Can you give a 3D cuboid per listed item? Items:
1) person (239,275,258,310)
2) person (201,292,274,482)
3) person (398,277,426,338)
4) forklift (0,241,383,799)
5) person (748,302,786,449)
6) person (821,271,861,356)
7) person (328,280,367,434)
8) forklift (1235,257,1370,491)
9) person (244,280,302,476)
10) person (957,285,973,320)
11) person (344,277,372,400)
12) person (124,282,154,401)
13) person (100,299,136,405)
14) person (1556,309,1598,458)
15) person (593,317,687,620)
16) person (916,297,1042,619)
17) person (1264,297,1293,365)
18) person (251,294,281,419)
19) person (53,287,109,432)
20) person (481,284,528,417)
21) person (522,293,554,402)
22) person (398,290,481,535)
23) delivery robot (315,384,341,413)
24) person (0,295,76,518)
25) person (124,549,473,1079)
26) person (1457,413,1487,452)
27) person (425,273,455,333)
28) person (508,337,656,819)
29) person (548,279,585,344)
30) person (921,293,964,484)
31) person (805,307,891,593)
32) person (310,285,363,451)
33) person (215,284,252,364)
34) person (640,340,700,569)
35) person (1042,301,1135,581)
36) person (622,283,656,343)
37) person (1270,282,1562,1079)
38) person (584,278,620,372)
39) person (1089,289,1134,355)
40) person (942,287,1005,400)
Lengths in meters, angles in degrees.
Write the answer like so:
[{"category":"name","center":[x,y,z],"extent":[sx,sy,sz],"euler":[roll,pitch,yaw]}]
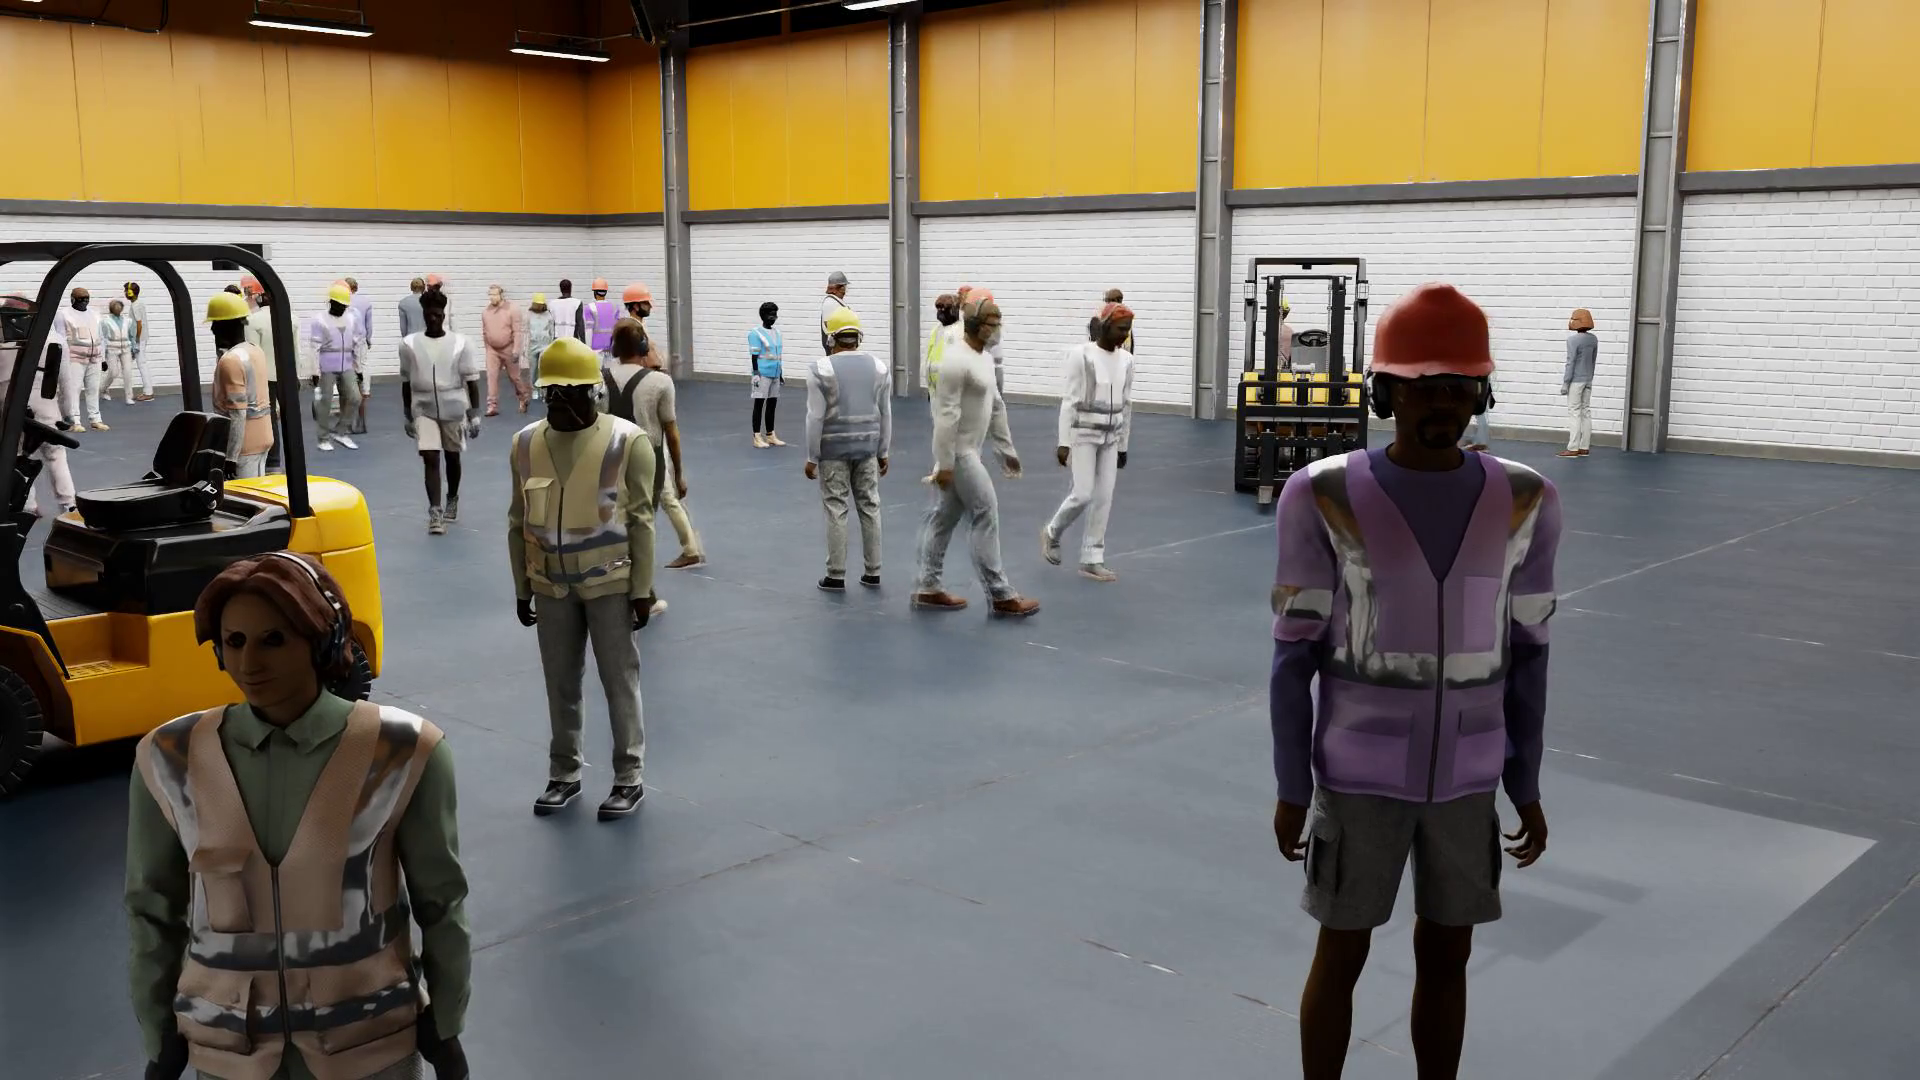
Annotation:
[{"category":"person","center":[-11.266,-3.246,26.603],"extent":[0.654,1.974,0.446],"euler":[4,10,22]},{"category":"person","center":[-4.555,-0.600,10.542],"extent":[0.365,1.927,0.587],"euler":[-2,9,-9]},{"category":"person","center":[-8.503,-3.164,26.224],"extent":[0.632,1.940,0.372],"euler":[0,9,2]},{"category":"forklift","center":[-3.706,-0.171,7.093],"extent":[1.214,2.155,2.313],"euler":[9,13,43]},{"category":"person","center":[-2.230,-1.910,19.270],"extent":[0.319,1.697,0.533],"euler":[6,11,32]},{"category":"person","center":[-1.650,-2.709,23.122],"extent":[0.539,2.000,0.688],"euler":[1,9,4]},{"category":"person","center":[-7.736,-2.293,20.892],"extent":[0.550,1.937,0.370],"euler":[4,10,25]},{"category":"forklift","center":[3.309,-1.629,16.029],"extent":[1.214,2.155,2.313],"euler":[2,9,11]},{"category":"person","center":[-6.909,-1.641,16.711],"extent":[0.397,1.992,0.622],"euler":[6,11,31]},{"category":"person","center":[0.105,-2.266,20.930],"extent":[0.598,1.861,0.643],"euler":[-1,9,-6]},{"category":"person","center":[-9.534,-3.150,26.133],"extent":[0.360,1.938,0.635],"euler":[8,12,40]},{"category":"person","center":[-12.906,-3.110,26.119],"extent":[0.314,1.865,0.526],"euler":[-3,10,-17]},{"category":"person","center":[-12.909,-2.880,25.443],"extent":[0.529,1.622,0.531],"euler":[8,12,39]},{"category":"person","center":[6.806,-1.723,18.314],"extent":[0.505,1.636,0.279],"euler":[-7,11,-36]},{"category":"person","center":[-1.871,-0.358,9.447],"extent":[0.504,1.808,0.958],"euler":[3,10,15]},{"category":"person","center":[0.136,-0.479,9.884],"extent":[0.920,1.890,0.659],"euler":[2,10,14]},{"category":"person","center":[3.454,-1.766,18.178],"extent":[0.311,1.768,0.533],"euler":[7,12,36]},{"category":"person","center":[-9.538,-2.580,22.847],"extent":[0.519,1.873,0.328],"euler":[3,10,18]},{"category":"person","center":[-11.168,-2.293,21.200],"extent":[0.429,1.838,0.621],"euler":[5,11,29]},{"category":"person","center":[-6.474,-2.707,23.654],"extent":[0.632,1.869,0.905],"euler":[2,9,10]},{"category":"person","center":[-6.621,-3.028,26.111],"extent":[0.502,1.704,0.872],"euler":[-3,10,-16]},{"category":"person","center":[-4.148,-1.038,13.293],"extent":[0.612,1.914,1.021],"euler":[-2,10,-13]},{"category":"delivery robot","center":[-8.734,-2.000,23.032],"extent":[0.477,0.478,0.707],"euler":[-4,10,-25]},{"category":"person","center":[-7.613,-1.062,13.594],"extent":[0.683,1.860,0.567],"euler":[-5,11,-30]},{"category":"person","center":[-1.051,0.824,2.684],"extent":[0.524,1.639,0.306],"euler":[-1,9,-7]},{"category":"person","center":[5.775,-1.799,18.852],"extent":[0.498,1.616,0.513],"euler":[7,12,37]},{"category":"person","center":[-8.351,-3.292,26.807],"extent":[0.873,2.015,0.614],"euler":[5,11,28]},{"category":"person","center":[-1.430,0.150,6.278],"extent":[0.586,1.824,0.404],"euler":[2,9,10]},{"category":"person","center":[-6.270,-3.197,26.532],"extent":[0.600,1.908,0.395],"euler":[3,10,15]},{"category":"person","center":[-0.117,-1.423,15.856],"extent":[0.429,1.842,0.626],"euler":[-7,11,-36]},{"category":"person","center":[-0.727,-0.574,10.679],"extent":[0.600,1.827,0.404],"euler":[-5,11,-29]},{"category":"person","center":[-7.102,-1.950,18.948],"extent":[0.614,1.878,0.729],"euler":[6,11,33]},{"category":"person","center":[-9.717,-2.495,22.331],"extent":[0.537,1.869,0.312],"euler":[-2,9,-9]},{"category":"person","center":[-2.202,-0.573,11.409],"extent":[0.855,1.587,0.502],"euler":[-2,10,-15]},{"category":"person","center":[0.855,-0.665,11.155],"extent":[0.654,1.859,0.557],"euler":[-7,11,-35]},{"category":"person","center":[-2.954,-1.390,15.337],"extent":[0.347,1.943,0.544],"euler":[-2,9,-12]},{"category":"person","center":[0.960,0.486,3.524],"extent":[0.607,2.044,0.374],"euler":[-1,9,-4]},{"category":"person","center":[-5.149,-2.786,23.907],"extent":[0.551,1.937,0.357],"euler":[-8,12,-40]},{"category":"person","center":[1.861,-2.200,20.641],"extent":[0.633,1.831,0.564],"euler":[-6,11,-33]},{"category":"person","center":[0.119,-1.282,14.780],"extent":[0.550,1.907,0.554],"euler":[5,10,27]}]
